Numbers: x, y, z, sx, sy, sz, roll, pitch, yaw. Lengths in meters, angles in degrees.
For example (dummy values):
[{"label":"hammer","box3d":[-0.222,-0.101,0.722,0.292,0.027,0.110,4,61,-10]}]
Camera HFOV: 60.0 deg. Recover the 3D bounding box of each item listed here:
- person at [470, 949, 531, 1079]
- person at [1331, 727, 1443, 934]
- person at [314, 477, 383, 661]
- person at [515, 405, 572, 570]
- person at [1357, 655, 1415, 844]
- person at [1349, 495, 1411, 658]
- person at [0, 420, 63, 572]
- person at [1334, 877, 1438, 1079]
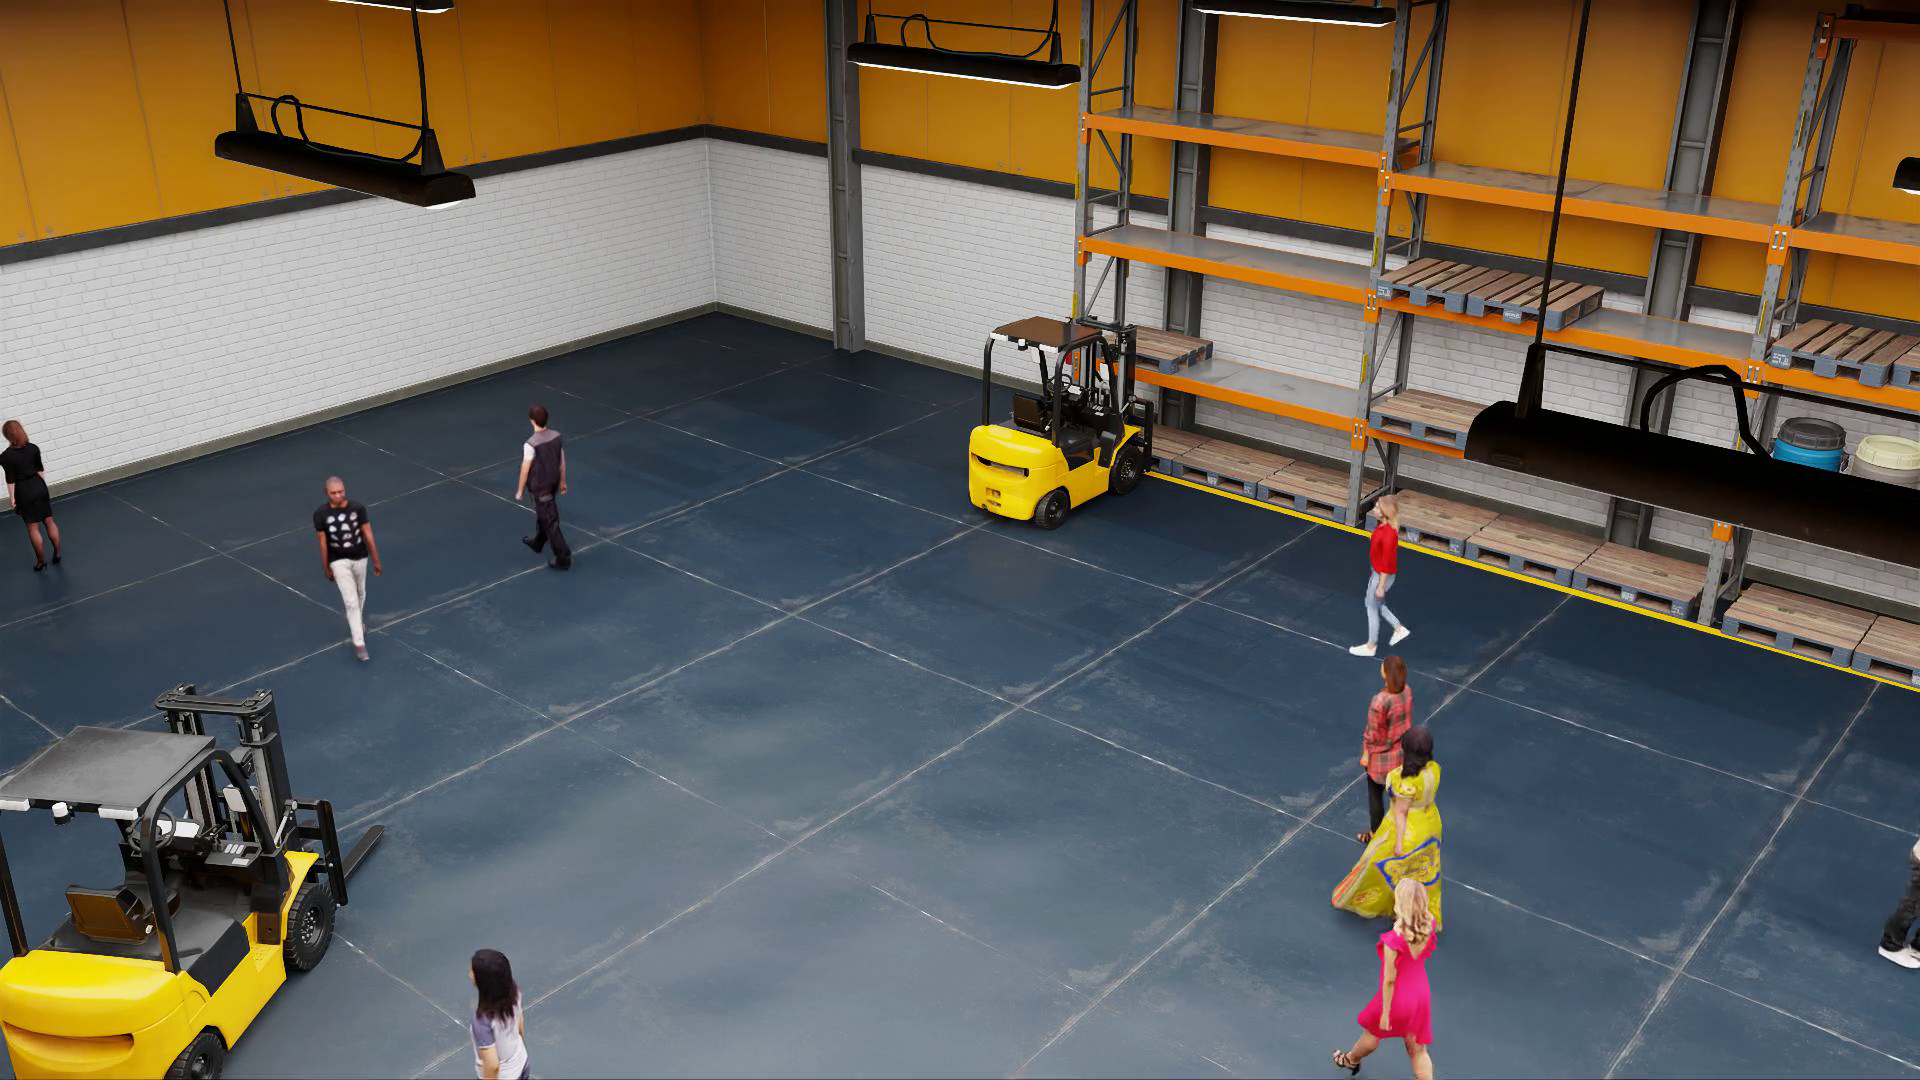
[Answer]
[{"label":"person","box3d":[-2.663,3.113,9.702,0.641,1.733,0.656,6,24,13]},{"label":"person","box3d":[3.331,2.158,12.025,0.888,1.624,1.078,-22,32,-40]},{"label":"person","box3d":[-6.002,0.201,16.335,0.965,1.755,1.318,-13,27,-27]},{"label":"person","box3d":[-4.416,-0.543,17.954,1.111,1.822,0.815,11,26,24]},{"label":"person","box3d":[3.392,1.704,12.974,0.676,1.694,0.760,-19,30,-37]},{"label":"person","box3d":[4.138,0.364,16.034,0.925,1.698,0.835,4,24,9]},{"label":"person","box3d":[-10.039,-0.487,17.973,0.546,1.705,0.617,13,27,28]},{"label":"person","box3d":[2.795,2.900,10.251,0.849,1.684,1.125,-12,26,-25]}]
